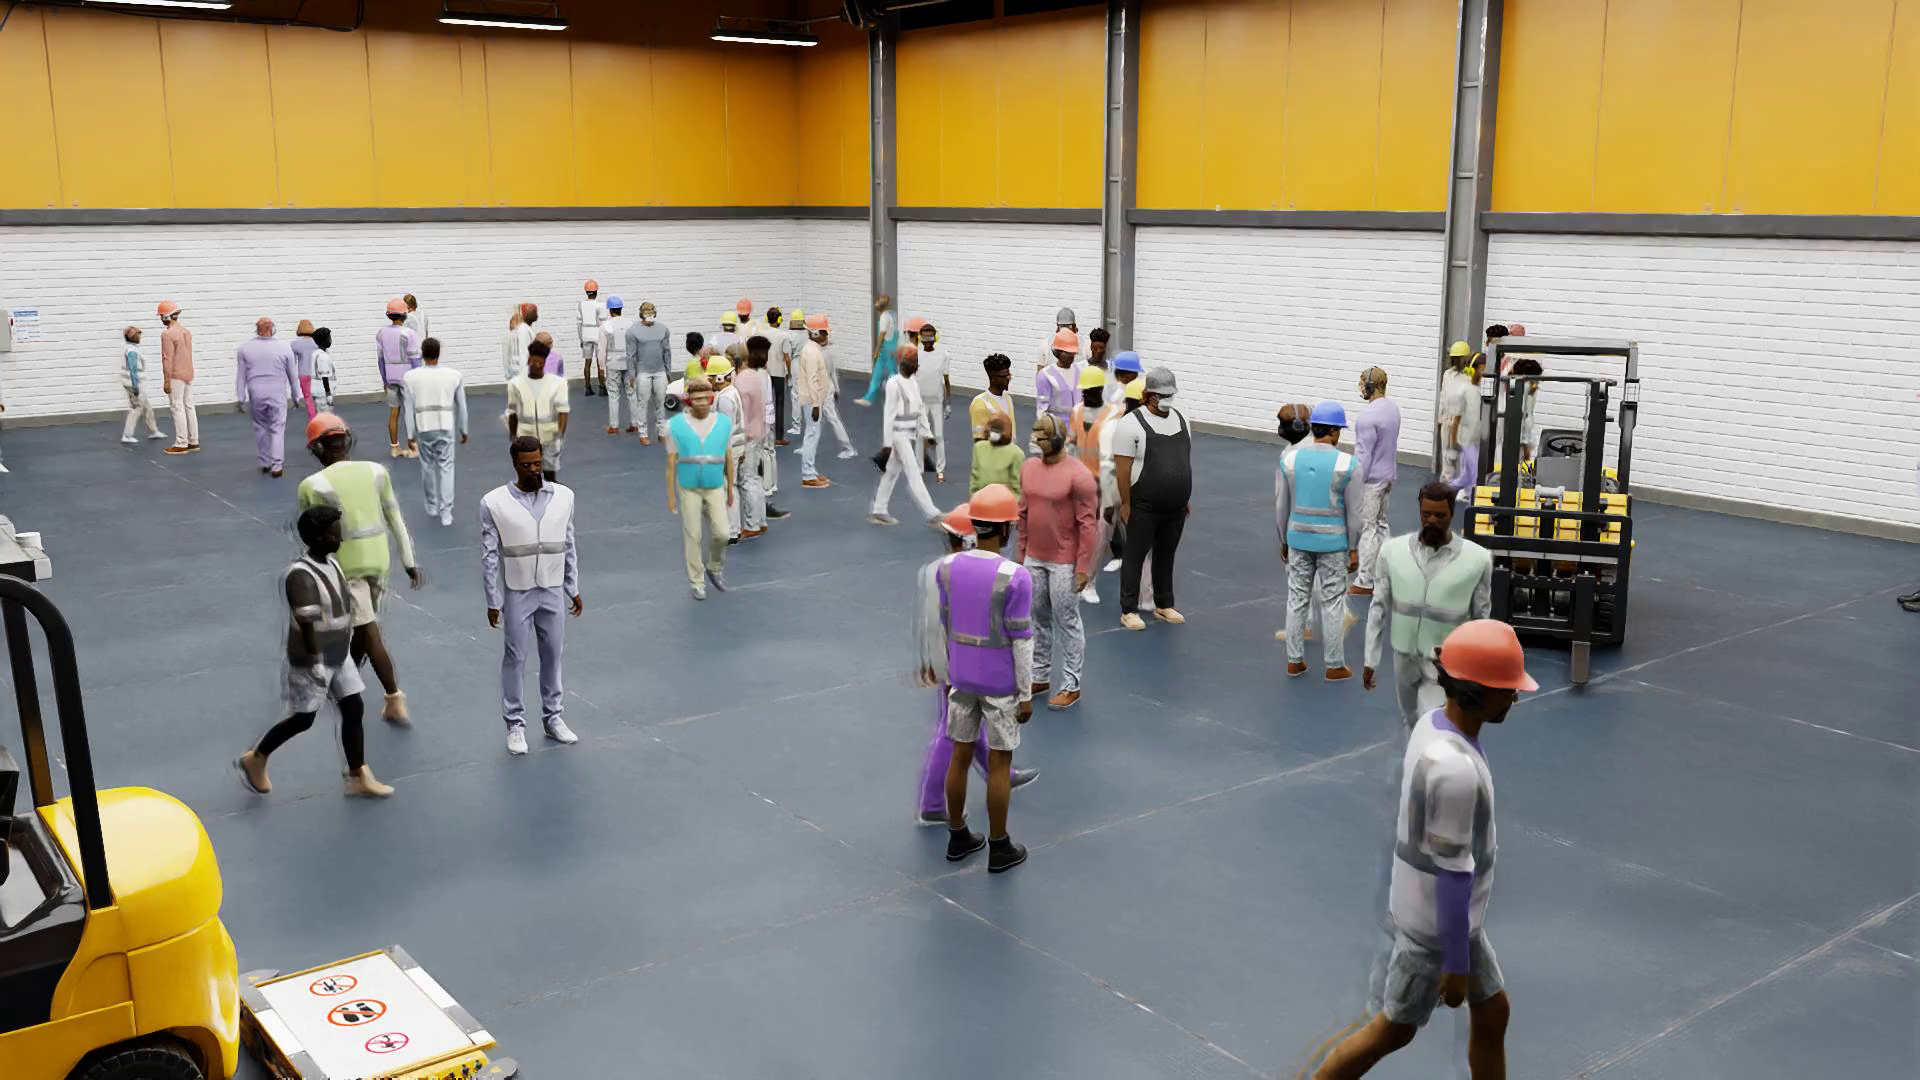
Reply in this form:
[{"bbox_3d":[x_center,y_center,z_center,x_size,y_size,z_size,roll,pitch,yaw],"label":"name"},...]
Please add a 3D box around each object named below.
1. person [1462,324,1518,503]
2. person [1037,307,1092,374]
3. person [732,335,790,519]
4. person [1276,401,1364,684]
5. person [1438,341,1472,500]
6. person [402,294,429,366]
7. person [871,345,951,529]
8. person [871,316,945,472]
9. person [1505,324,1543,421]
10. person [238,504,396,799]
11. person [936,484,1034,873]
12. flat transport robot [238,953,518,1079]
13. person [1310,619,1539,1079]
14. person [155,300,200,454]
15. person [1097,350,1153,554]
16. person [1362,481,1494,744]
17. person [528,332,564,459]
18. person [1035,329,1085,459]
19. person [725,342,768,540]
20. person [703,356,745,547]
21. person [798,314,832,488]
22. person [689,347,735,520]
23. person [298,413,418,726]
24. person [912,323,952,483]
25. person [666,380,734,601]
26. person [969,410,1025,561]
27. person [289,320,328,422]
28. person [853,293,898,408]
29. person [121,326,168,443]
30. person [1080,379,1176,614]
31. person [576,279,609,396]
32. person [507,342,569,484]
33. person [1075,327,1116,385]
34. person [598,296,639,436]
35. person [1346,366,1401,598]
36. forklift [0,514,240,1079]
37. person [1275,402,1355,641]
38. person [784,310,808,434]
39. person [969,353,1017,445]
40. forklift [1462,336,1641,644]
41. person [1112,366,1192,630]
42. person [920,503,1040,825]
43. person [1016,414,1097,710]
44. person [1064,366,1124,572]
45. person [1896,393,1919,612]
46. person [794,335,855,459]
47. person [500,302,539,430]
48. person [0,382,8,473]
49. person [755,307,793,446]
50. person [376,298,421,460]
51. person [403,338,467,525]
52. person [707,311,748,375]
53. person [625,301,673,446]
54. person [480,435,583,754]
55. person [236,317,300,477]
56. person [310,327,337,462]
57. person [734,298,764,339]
[{"bbox_3d":[5.732,-1.338,17.875,0.361,1.965,0.613,-8,14,-34],"label":"person"},{"bbox_3d":[1.225,-1.687,19.381,0.676,2.000,0.536,1,12,3],"label":"person"},{"bbox_3d":[-2.248,-1.173,17.236,0.945,1.917,0.611,4,12,20],"label":"person"},{"bbox_3d":[2.463,0.017,11.398,0.605,1.938,0.411,8,14,33],"label":"person"},{"bbox_3d":[5.453,-1.310,18.287,0.300,1.743,0.489,-9,14,-36],"label":"person"},{"bbox_3d":[-8.301,-2.824,25.367,0.345,1.839,0.506,6,13,26],"label":"person"},{"bbox_3d":[-0.482,-1.022,16.654,0.987,1.831,0.583,4,12,19],"label":"person"},{"bbox_3d":[-0.634,-1.726,19.917,0.850,1.904,0.535,-2,12,-9],"label":"person"},{"bbox_3d":[6.200,-1.472,18.688,0.639,1.902,0.407,-7,13,-30],"label":"person"},{"bbox_3d":[-3.573,0.622,9.125,0.788,1.668,0.527,2,12,7],"label":"person"},{"bbox_3d":[0.142,0.680,8.229,0.544,1.930,0.388,8,14,35],"label":"person"},{"bbox_3d":[-2.244,1.909,6.311,0.652,0.197,1.431,-9,15,-37],"label":"flat transport robot"},{"bbox_3d":[1.535,1.215,5.518,1.038,1.994,0.611,3,12,15],"label":"person"},{"bbox_3d":[-10.161,-2.110,21.573,0.413,1.984,0.624,1,12,2],"label":"person"},{"bbox_3d":[1.553,-0.804,15.431,0.908,1.901,0.615,-5,13,-22],"label":"person"},{"bbox_3d":[2.432,0.611,8.710,0.615,1.867,0.996,6,13,27],"label":"person"},{"bbox_3d":[-5.204,-1.808,20.971,0.313,1.631,0.525,10,15,40],"label":"person"},{"bbox_3d":[1.034,-1.061,16.400,0.615,2.029,0.409,-9,14,-36],"label":"person"},{"bbox_3d":[-2.088,-0.960,16.155,0.364,1.925,0.638,1,12,7],"label":"person"},{"bbox_3d":[-2.244,-0.845,15.860,0.403,1.819,0.601,-1,12,-4],"label":"person"},{"bbox_3d":[-1.653,-1.590,19.060,0.404,1.986,0.608,-1,12,-6],"label":"person"},{"bbox_3d":[-2.526,-1.044,16.820,0.587,1.808,0.780,-11,16,-43],"label":"person"},{"bbox_3d":[-3.869,0.169,10.618,1.080,1.957,0.684,9,14,36],"label":"person"},{"bbox_3d":[-0.351,-1.589,19.355,0.511,1.862,0.325,0,12,1],"label":"person"},{"bbox_3d":[-2.140,-0.409,13.729,0.584,1.831,0.445,-4,12,-20],"label":"person"},{"bbox_3d":[0.301,-0.252,13.501,0.566,1.617,0.380,8,14,34],"label":"person"},{"bbox_3d":[-9.161,-2.292,23.362,0.526,1.589,0.818,-8,14,-34],"label":"person"},{"bbox_3d":[-1.262,-2.923,25.903,0.906,1.803,0.538,0,12,-2],"label":"person"},{"bbox_3d":[-11.119,-2.106,22.499,0.574,1.588,0.575,-7,13,-30],"label":"person"},{"bbox_3d":[1.309,-0.359,13.372,0.659,1.872,0.965,-9,15,-37],"label":"person"},{"bbox_3d":[-6.094,-3.357,27.690,0.545,1.942,0.352,3,12,12],"label":"person"},{"bbox_3d":[-4.157,-1.008,16.436,0.603,1.910,0.969,-2,12,-10],"label":"person"},{"bbox_3d":[1.418,-1.244,17.431,0.608,1.963,0.372,-6,13,-29],"label":"person"},{"bbox_3d":[-4.764,-2.429,23.224,0.610,1.937,0.429,-8,14,-34],"label":"person"},{"bbox_3d":[3.437,-0.482,13.850,0.378,1.929,0.636,8,14,35],"label":"person"},{"bbox_3d":[-3.687,1.115,5.480,2.313,2.155,1.214,-9,15,-36],"label":"forklift"},{"bbox_3d":[2.606,-0.114,12.348,0.551,1.816,0.646,-1,12,-5],"label":"person"},{"bbox_3d":[-2.259,-2.358,23.350,0.488,1.740,0.319,-7,14,-32],"label":"person"},{"bbox_3d":[0.313,-0.660,14.606,0.368,1.966,0.603,6,13,26],"label":"person"},{"bbox_3d":[4.683,-0.471,13.136,1.214,2.155,2.313,4,12,20],"label":"forklift"},{"bbox_3d":[1.537,-0.328,12.820,0.687,2.000,0.535,-7,14,-30],"label":"person"},{"bbox_3d":[0.133,0.650,8.868,0.829,1.714,0.585,-4,12,-20],"label":"person"},{"bbox_3d":[0.608,0.138,10.824,0.369,1.936,0.630,-11,16,-43],"label":"person"},{"bbox_3d":[1.182,-0.587,14.486,0.999,1.870,0.592,-9,15,-38],"label":"person"},{"bbox_3d":[7.795,-0.375,13.335,0.384,1.929,0.540,6,13,25],"label":"person"},{"bbox_3d":[-1.726,-1.883,21.178,0.909,1.694,0.498,5,13,23],"label":"person"},{"bbox_3d":[-6.028,-2.352,23.015,0.569,1.865,0.589,-1,12,-6],"label":"person"},{"bbox_3d":[-11.710,-1.644,19.916,0.308,1.737,0.484,11,16,42],"label":"person"},{"bbox_3d":[-2.485,-2.178,22.211,0.523,1.858,0.337,4,12,19],"label":"person"},{"bbox_3d":[-7.057,-2.035,21.044,0.613,2.048,0.362,4,12,20],"label":"person"},{"bbox_3d":[-5.392,-1.139,17.140,0.603,1.878,0.956,-4,12,-16],"label":"person"},{"bbox_3d":[-3.038,-2.131,22.100,0.614,1.801,0.772,0,12,-2],"label":"person"},{"bbox_3d":[-4.155,-2.226,22.270,0.635,1.929,0.381,-8,14,-33],"label":"person"},{"bbox_3d":[-2.581,0.312,10.025,0.598,1.917,0.375,-9,15,-37],"label":"person"},{"bbox_3d":[-8.264,-1.719,19.919,0.686,1.879,0.873,-3,12,-14],"label":"person"},{"bbox_3d":[-8.009,-1.836,20.969,0.321,1.693,0.539,-6,13,-27],"label":"person"},{"bbox_3d":[-3.056,-2.501,23.714,0.550,1.871,0.952,2,12,12],"label":"person"}]
